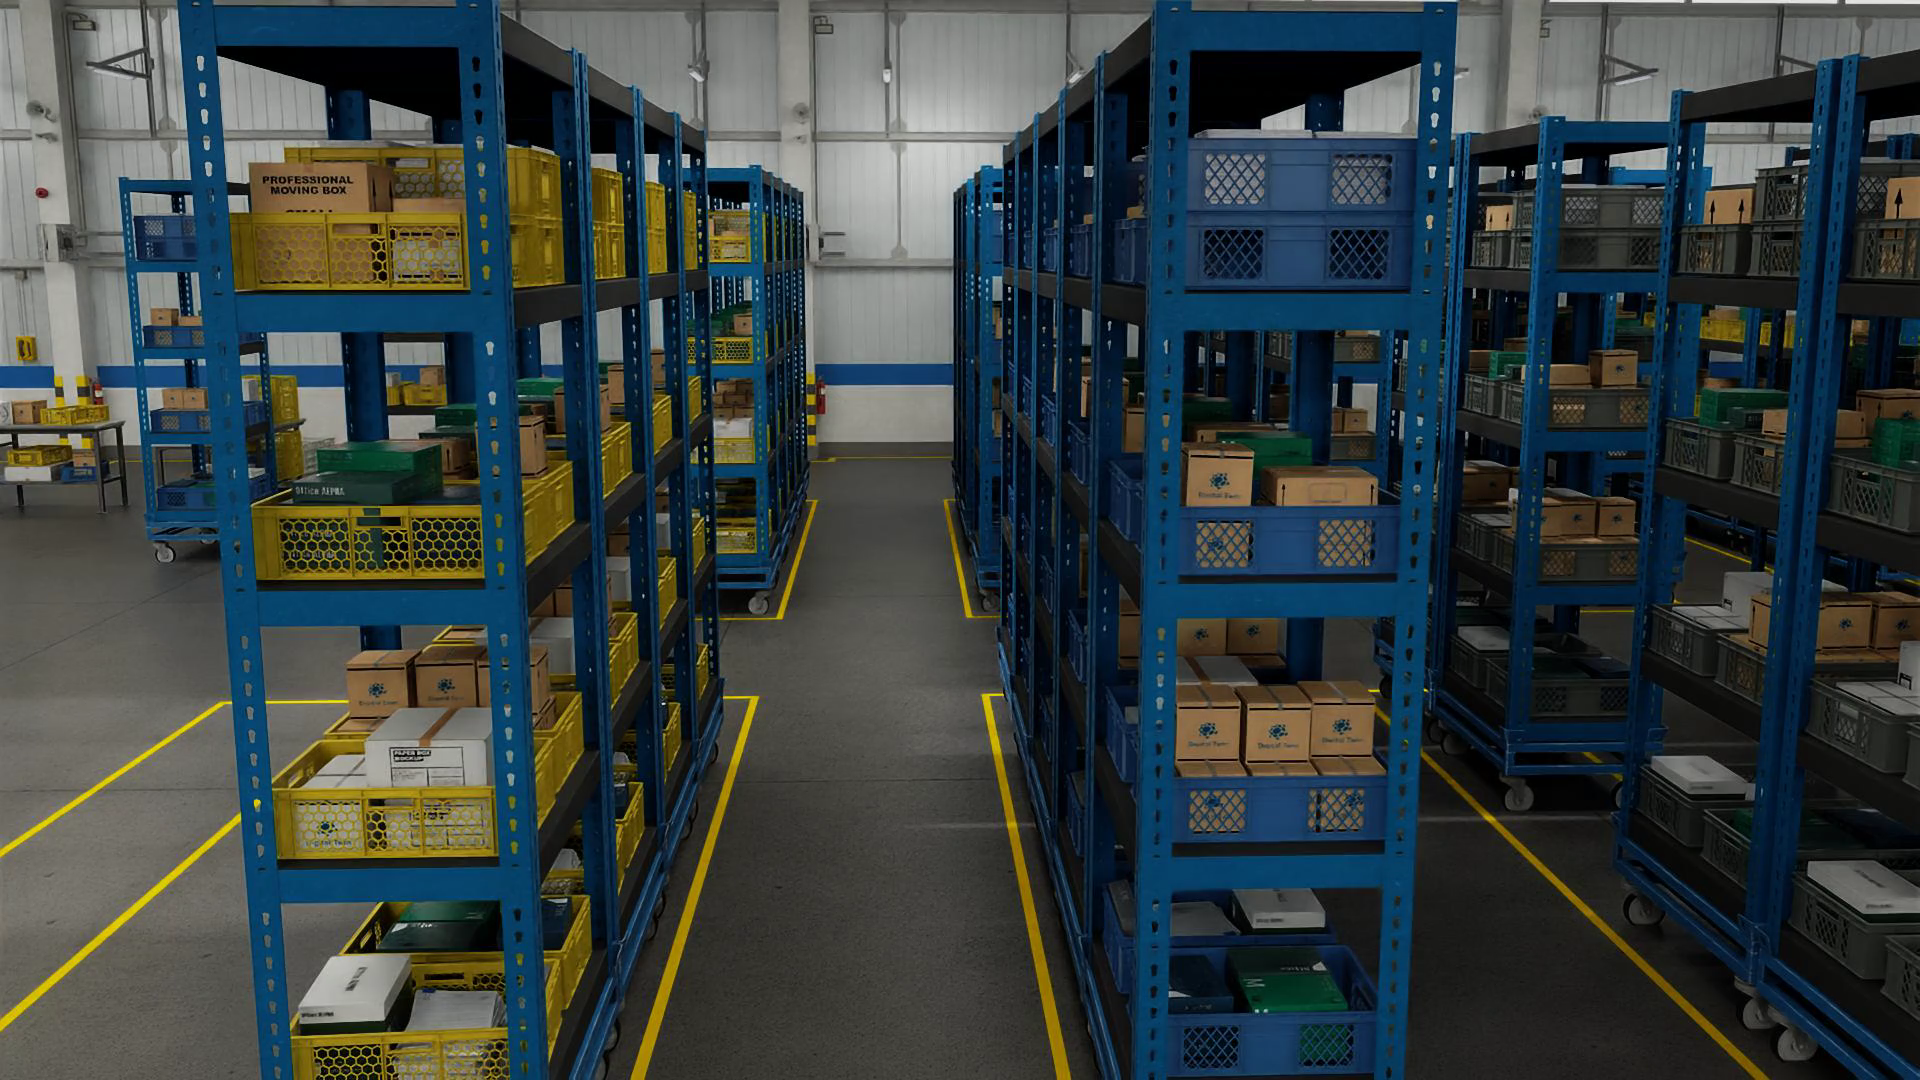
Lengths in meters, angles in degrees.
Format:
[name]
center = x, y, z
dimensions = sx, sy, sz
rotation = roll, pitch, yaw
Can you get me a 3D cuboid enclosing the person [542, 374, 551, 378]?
[person]
center = -3.067, -0.207, 12.351
dimensions = 0.377, 2.045, 0.605
rotation = -3, 10, -16
